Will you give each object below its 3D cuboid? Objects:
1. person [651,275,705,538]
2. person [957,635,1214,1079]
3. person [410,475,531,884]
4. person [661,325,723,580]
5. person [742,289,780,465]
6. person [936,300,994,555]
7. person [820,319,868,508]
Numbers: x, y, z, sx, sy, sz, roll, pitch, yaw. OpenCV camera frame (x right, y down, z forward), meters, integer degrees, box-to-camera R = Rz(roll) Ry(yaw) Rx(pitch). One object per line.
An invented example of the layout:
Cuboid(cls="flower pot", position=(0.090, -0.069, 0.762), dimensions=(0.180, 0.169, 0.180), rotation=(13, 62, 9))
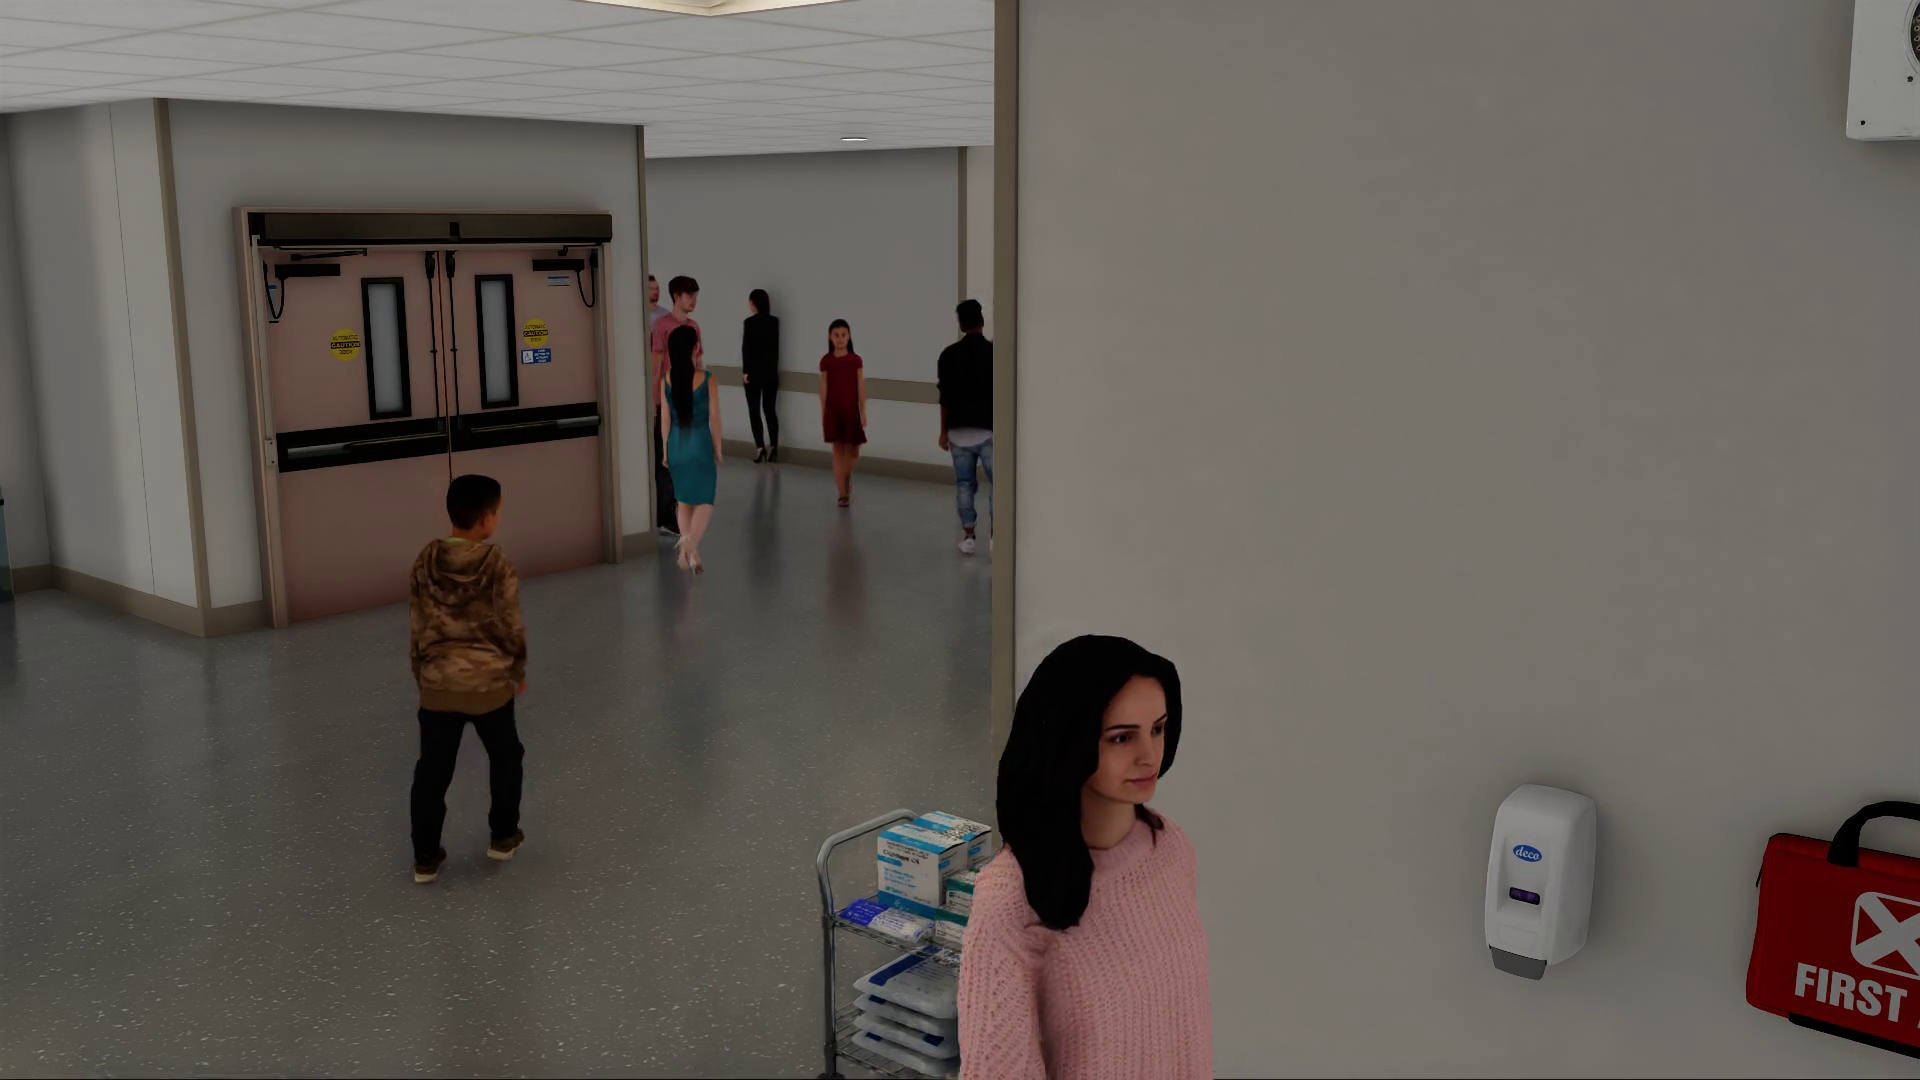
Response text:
Cuboid(cls="person", position=(-2.227, -1.000, 12.489), dimensions=(0.791, 1.937, 0.690), rotation=(7, 13, 34))
Cuboid(cls="person", position=(0.124, 0.995, 2.534), dimensions=(1.162, 1.729, 0.925), rotation=(-7, 13, -34))
Cuboid(cls="person", position=(-1.763, 0.501, 5.914), dimensions=(0.720, 1.438, 0.778), rotation=(-2, 11, -13))
Cuboid(cls="person", position=(-1.751, -0.528, 10.708), dimensions=(0.852, 1.673, 0.985), rotation=(1, 11, 5))
Cuboid(cls="person", position=(-1.932, -1.591, 16.238), dimensions=(0.534, 1.700, 0.694), rotation=(-9, 14, -40))
Cuboid(cls="person", position=(0.120, -0.773, 11.728), dimensions=(0.941, 1.775, 0.842), rotation=(6, 12, 30))
Cuboid(cls="person", position=(-0.973, -1.068, 13.928), dimensions=(0.946, 1.534, 0.972), rotation=(-1, 11, -8))
